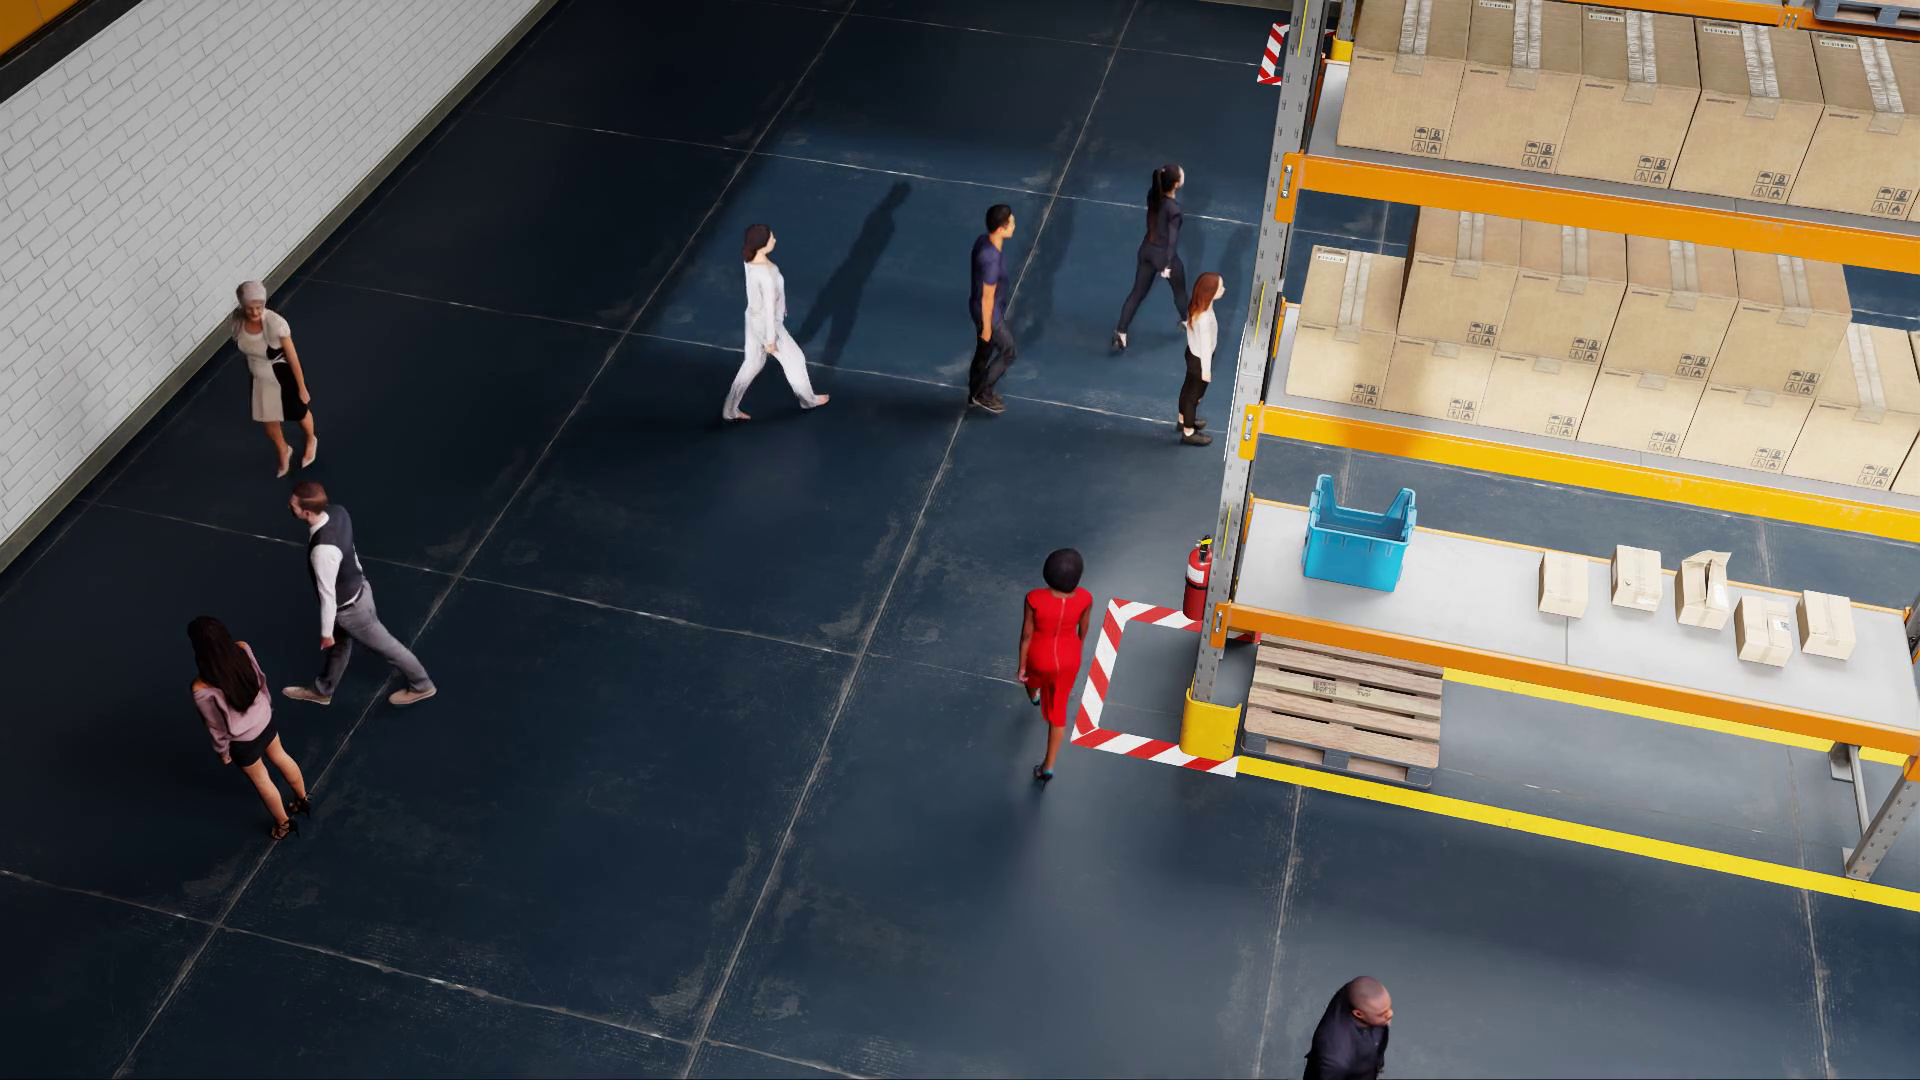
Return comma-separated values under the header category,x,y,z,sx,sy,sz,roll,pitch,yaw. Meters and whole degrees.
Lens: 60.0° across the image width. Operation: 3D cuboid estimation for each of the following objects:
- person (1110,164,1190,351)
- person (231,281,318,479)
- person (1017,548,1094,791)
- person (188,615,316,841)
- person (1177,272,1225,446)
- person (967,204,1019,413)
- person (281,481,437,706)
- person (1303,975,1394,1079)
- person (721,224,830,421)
category,x,y,z,sx,sy,sz,roll,pitch,yaw
person,1.510,-2.203,13.195,1.066,1.667,1.033,-24,49,-23
person,-4.969,-1.216,12.118,0.633,1.725,0.743,17,46,17
person,0.571,0.814,10.008,1.110,1.697,0.892,-4,44,-5
person,-4.112,1.097,9.628,0.558,1.812,0.646,15,46,16
person,1.785,-1.370,12.455,0.585,1.484,0.601,-3,44,-3
person,0.128,-1.734,12.632,0.731,1.766,0.753,-1,44,-1
person,-3.686,0.380,10.319,1.281,1.896,1.062,-10,45,-11
person,1.753,2.602,8.074,1.224,1.775,0.919,22,48,21
person,-1.541,-1.590,12.505,1.137,1.733,1.049,-20,47,-20
